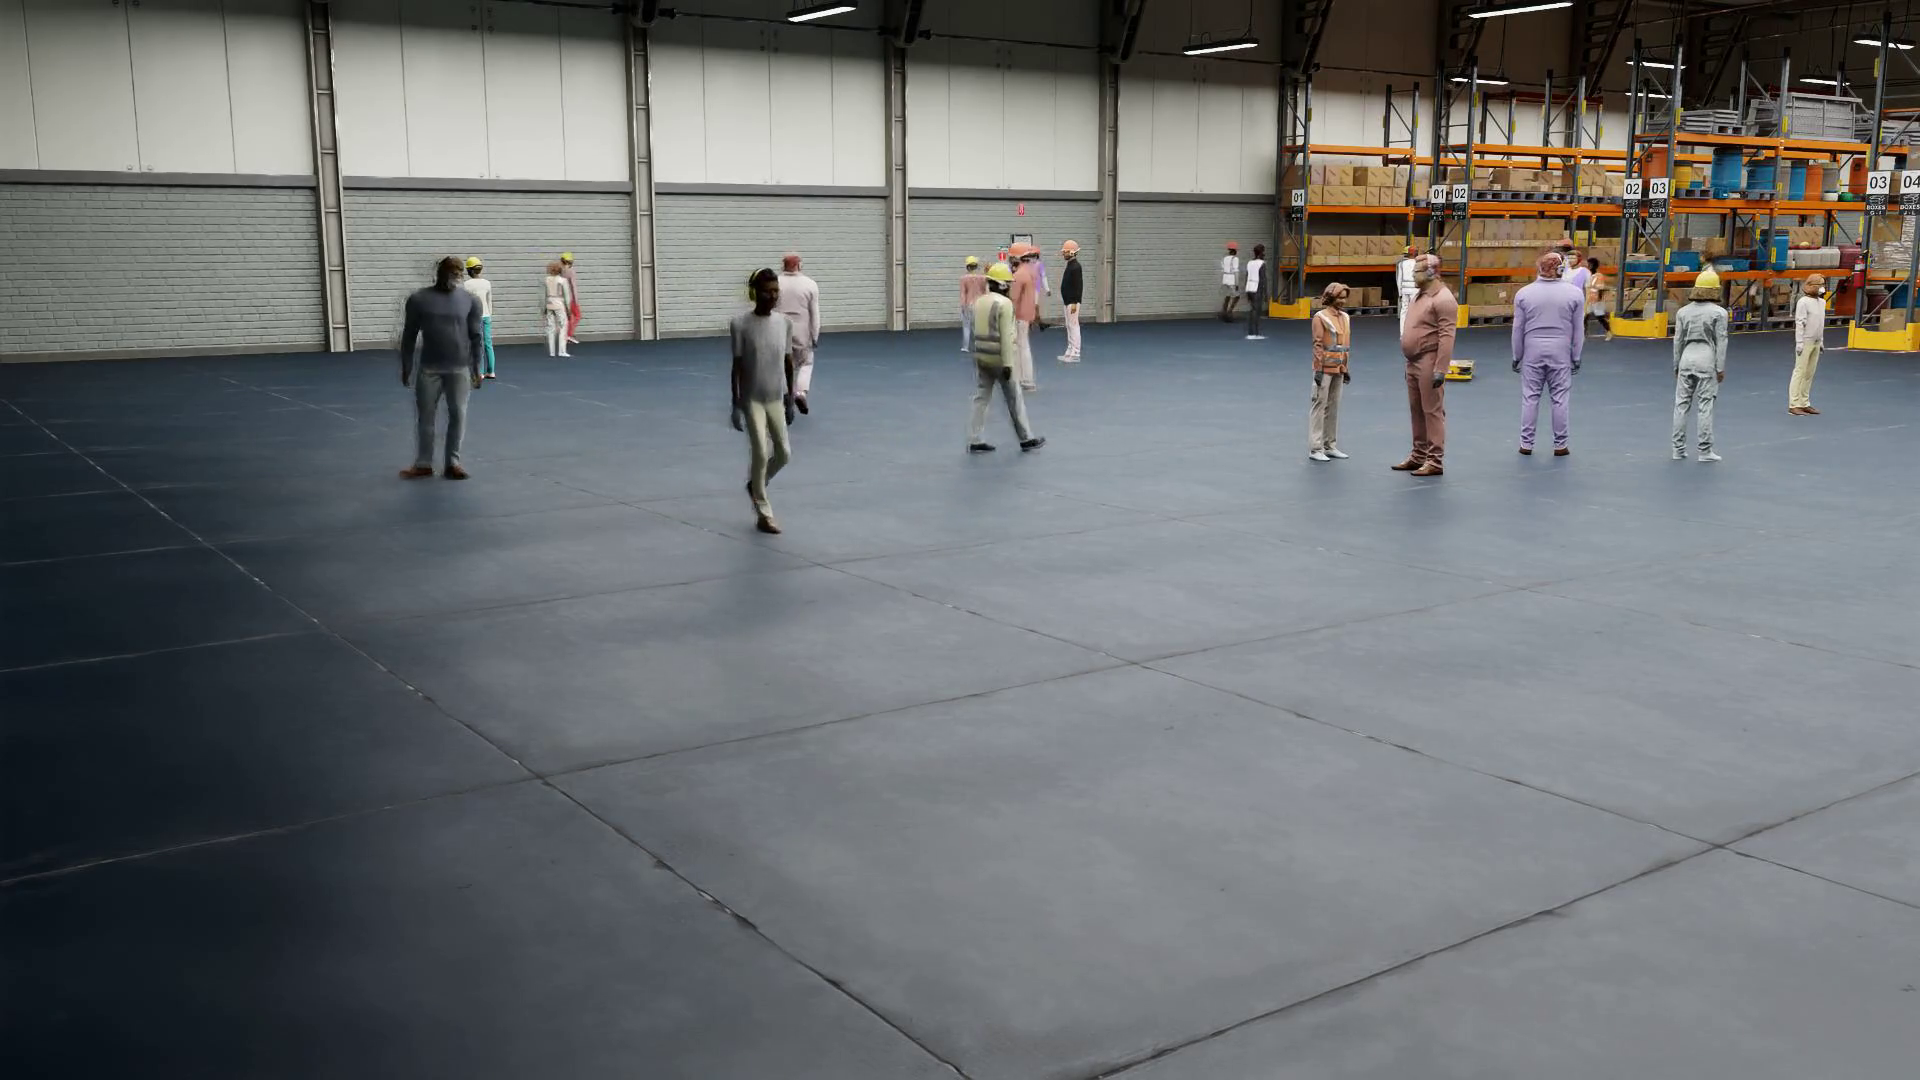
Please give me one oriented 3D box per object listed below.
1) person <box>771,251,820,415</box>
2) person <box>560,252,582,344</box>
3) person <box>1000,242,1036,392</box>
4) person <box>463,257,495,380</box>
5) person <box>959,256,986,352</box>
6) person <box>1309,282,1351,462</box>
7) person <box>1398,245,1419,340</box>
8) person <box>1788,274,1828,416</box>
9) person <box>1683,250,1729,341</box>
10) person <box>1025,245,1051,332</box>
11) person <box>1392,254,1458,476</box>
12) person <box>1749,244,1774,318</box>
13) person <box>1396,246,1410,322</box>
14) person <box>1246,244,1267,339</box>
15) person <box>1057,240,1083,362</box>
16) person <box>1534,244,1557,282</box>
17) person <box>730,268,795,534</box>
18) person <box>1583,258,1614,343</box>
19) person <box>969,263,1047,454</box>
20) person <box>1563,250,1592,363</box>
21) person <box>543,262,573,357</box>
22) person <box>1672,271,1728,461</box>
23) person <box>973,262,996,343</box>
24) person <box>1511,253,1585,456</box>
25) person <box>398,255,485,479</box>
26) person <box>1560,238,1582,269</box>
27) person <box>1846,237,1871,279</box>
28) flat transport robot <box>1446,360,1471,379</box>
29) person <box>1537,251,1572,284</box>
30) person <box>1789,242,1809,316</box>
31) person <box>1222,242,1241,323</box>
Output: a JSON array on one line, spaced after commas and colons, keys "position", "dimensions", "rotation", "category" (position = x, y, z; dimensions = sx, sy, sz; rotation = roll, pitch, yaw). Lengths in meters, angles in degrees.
[{"position": [-1.920, -2.356, 19.097], "dimensions": [0.651, 1.893, 0.443], "rotation": [1, 10, 5], "category": "person"}, {"position": [-7.456, -4.609, 31.787], "dimensions": [0.572, 1.758, 0.386], "rotation": [9, 13, 40], "category": "person"}, {"position": [0.707, -2.946, 22.073], "dimensions": [0.672, 1.975, 0.646], "rotation": [4, 11, 20], "category": "person"}, {"position": [-6.979, -3.194, 24.021], "dimensions": [0.328, 1.767, 0.532], "rotation": [5, 12, 27], "category": "person"}, {"position": [0.243, -4.156, 29.413], "dimensions": [0.519, 1.722, 0.923], "rotation": [-3, 11, -14], "category": "person"}, {"position": [3.422, -1.551, 15.370], "dimensions": [0.513, 1.638, 0.309], "rotation": [-10, 14, -43], "category": "person"}, {"position": [9.001, -4.918, 33.153], "dimensions": [0.356, 1.883, 0.573], "rotation": [-10, 14, -43], "category": "person"}, {"position": [9.837, -2.258, 19.254], "dimensions": [0.507, 1.632, 0.275], "rotation": [-7, 12, -33], "category": "person"}, {"position": [14.689, -4.794, 32.699], "dimensions": [0.926, 1.815, 0.518], "rotation": [3, 11, 18], "category": "person"}, {"position": [1.634, -5.426, 35.963], "dimensions": [1.017, 1.880, 0.559], "rotation": [-9, 13, -39], "category": "person"}, {"position": [4.013, -1.509, 14.403], "dimensions": [0.403, 1.904, 0.652], "rotation": [-2, 10, -10], "category": "person"}, {"position": [19.352, -6.193, 40.112], "dimensions": [0.841, 1.909, 0.556], "rotation": [-7, 12, -32], "category": "person"}, {"position": [10.831, -6.195, 40.293], "dimensions": [0.403, 1.833, 0.591], "rotation": [-8, 13, -36], "category": "person"}, {"position": [5.981, -5.010, 33.575], "dimensions": [0.381, 1.922, 0.594], "rotation": [-4, 11, -20], "category": "person"}, {"position": [1.830, -3.939, 27.475], "dimensions": [0.382, 1.993, 0.622], "rotation": [-2, 10, -9], "category": "person"}, {"position": [12.673, -5.416, 35.879], "dimensions": [0.447, 1.890, 0.665], "rotation": [-2, 10, -10], "category": "person"}, {"position": [-1.407, -0.982, 11.675], "dimensions": [0.529, 1.849, 0.553], "rotation": [-7, 13, -34], "category": "person"}, {"position": [12.367, -4.648, 32.299], "dimensions": [0.817, 1.669, 0.530], "rotation": [-4, 11, -20], "category": "person"}, {"position": [0.443, -1.721, 15.856], "dimensions": [0.848, 1.794, 0.619], "rotation": [-7, 12, -32], "category": "person"}, {"position": [10.060, -3.824, 27.265], "dimensions": [0.373, 1.840, 0.572], "rotation": [-7, 12, -32], "category": "person"}, {"position": [-6.899, -3.933, 28.475], "dimensions": [0.563, 1.625, 0.322], "rotation": [5, 11, 25], "category": "person"}, {"position": [6.827, -1.600, 15.345], "dimensions": [0.312, 1.744, 0.487], "rotation": [-8, 13, -38], "category": "person"}, {"position": [0.506, -4.347, 30.793], "dimensions": [0.526, 1.606, 0.809], "rotation": [9, 14, 41], "category": "person"}, {"position": [5.538, -1.743, 15.694], "dimensions": [0.643, 1.905, 0.400], "rotation": [4, 11, 23], "category": "person"}, {"position": [-4.403, -1.444, 14.078], "dimensions": [0.765, 1.908, 0.347], "rotation": [-2, 11, -12], "category": "person"}, {"position": [12.180, -5.051, 33.506], "dimensions": [0.609, 2.015, 0.721], "rotation": [5, 11, 25], "category": "person"}, {"position": [25.647, -7.618, 47.517], "dimensions": [0.607, 2.044, 0.378], "rotation": [6, 12, 28], "category": "person"}, {"position": [7.139, -2.499, 24.314], "dimensions": [0.652, 0.197, 1.431], "rotation": [3, 11, 17], "category": "flat transport robot"}, {"position": [8.605, -3.271, 24.186], "dimensions": [0.557, 1.855, 0.487], "rotation": [7, 12, 33], "category": "person"}, {"position": [21.316, -6.582, 42.153], "dimensions": [0.366, 1.926, 0.594], "rotation": [-6, 12, -31], "category": "person"}, {"position": [6.495, -6.161, 39.830], "dimensions": [0.465, 1.927, 0.595], "rotation": [-6, 12, -31], "category": "person"}]
